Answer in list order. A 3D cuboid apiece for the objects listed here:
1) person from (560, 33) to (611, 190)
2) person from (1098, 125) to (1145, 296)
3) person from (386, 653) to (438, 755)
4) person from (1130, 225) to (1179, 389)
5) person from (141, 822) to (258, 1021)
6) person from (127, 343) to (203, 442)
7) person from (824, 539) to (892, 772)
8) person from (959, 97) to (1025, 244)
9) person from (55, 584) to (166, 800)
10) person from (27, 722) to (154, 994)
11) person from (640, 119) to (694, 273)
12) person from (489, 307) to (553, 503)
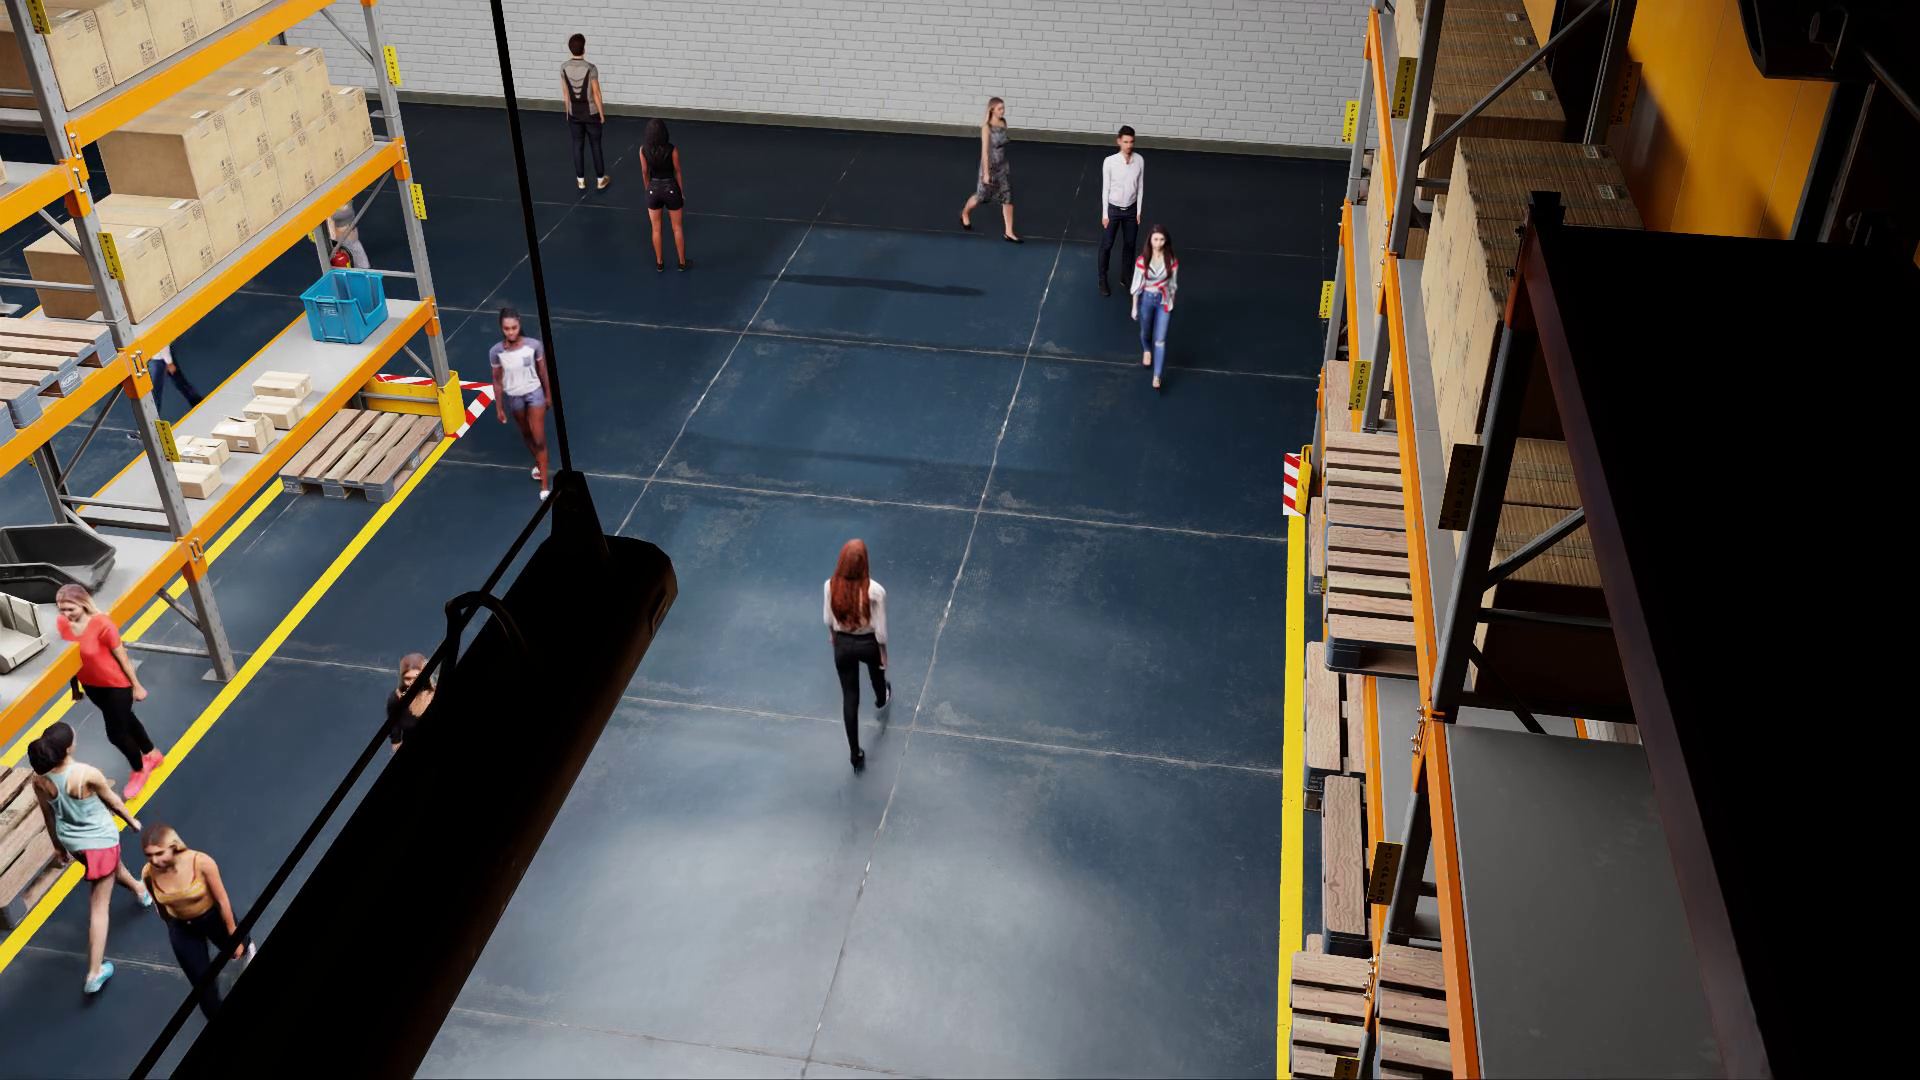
[{"bbox_3d":[-4.601,-5.237,20.348,0.657,1.894,0.601,1,34,2],"label":"person"},{"bbox_3d":[1.726,-3.553,17.843,0.684,1.860,0.679,-7,34,-10],"label":"person"},{"bbox_3d":[-3.384,1.363,10.650,0.788,1.636,1.134,-5,34,-7],"label":"person"},{"bbox_3d":[1.890,-2.339,16.281,0.668,1.568,1.088,3,34,4],"label":"person"},{"bbox_3d":[-4.302,2.167,9.480,0.913,1.593,1.192,-9,35,-14],"label":"person"},{"bbox_3d":[-7.301,-1.710,15.378,1.016,1.520,0.950,-21,39,-28],"label":"person"},{"bbox_3d":[-0.715,0.829,11.379,0.612,1.719,1.065,6,34,9],"label":"person"},{"bbox_3d":[0.311,-4.255,19.074,1.052,1.667,1.140,28,42,35],"label":"person"},{"bbox_3d":[-5.702,0.935,11.264,0.670,1.670,0.708,9,35,14],"label":"person"},{"bbox_3d":[-5.147,1.876,9.810,0.624,1.712,1.236,2,34,3],"label":"person"},{"bbox_3d":[-3.258,-3.794,18.314,0.616,1.741,0.557,1,34,2],"label":"person"},{"bbox_3d":[-3.803,-1.258,14.543,0.851,1.692,1.097,-6,34,-9],"label":"person"}]
